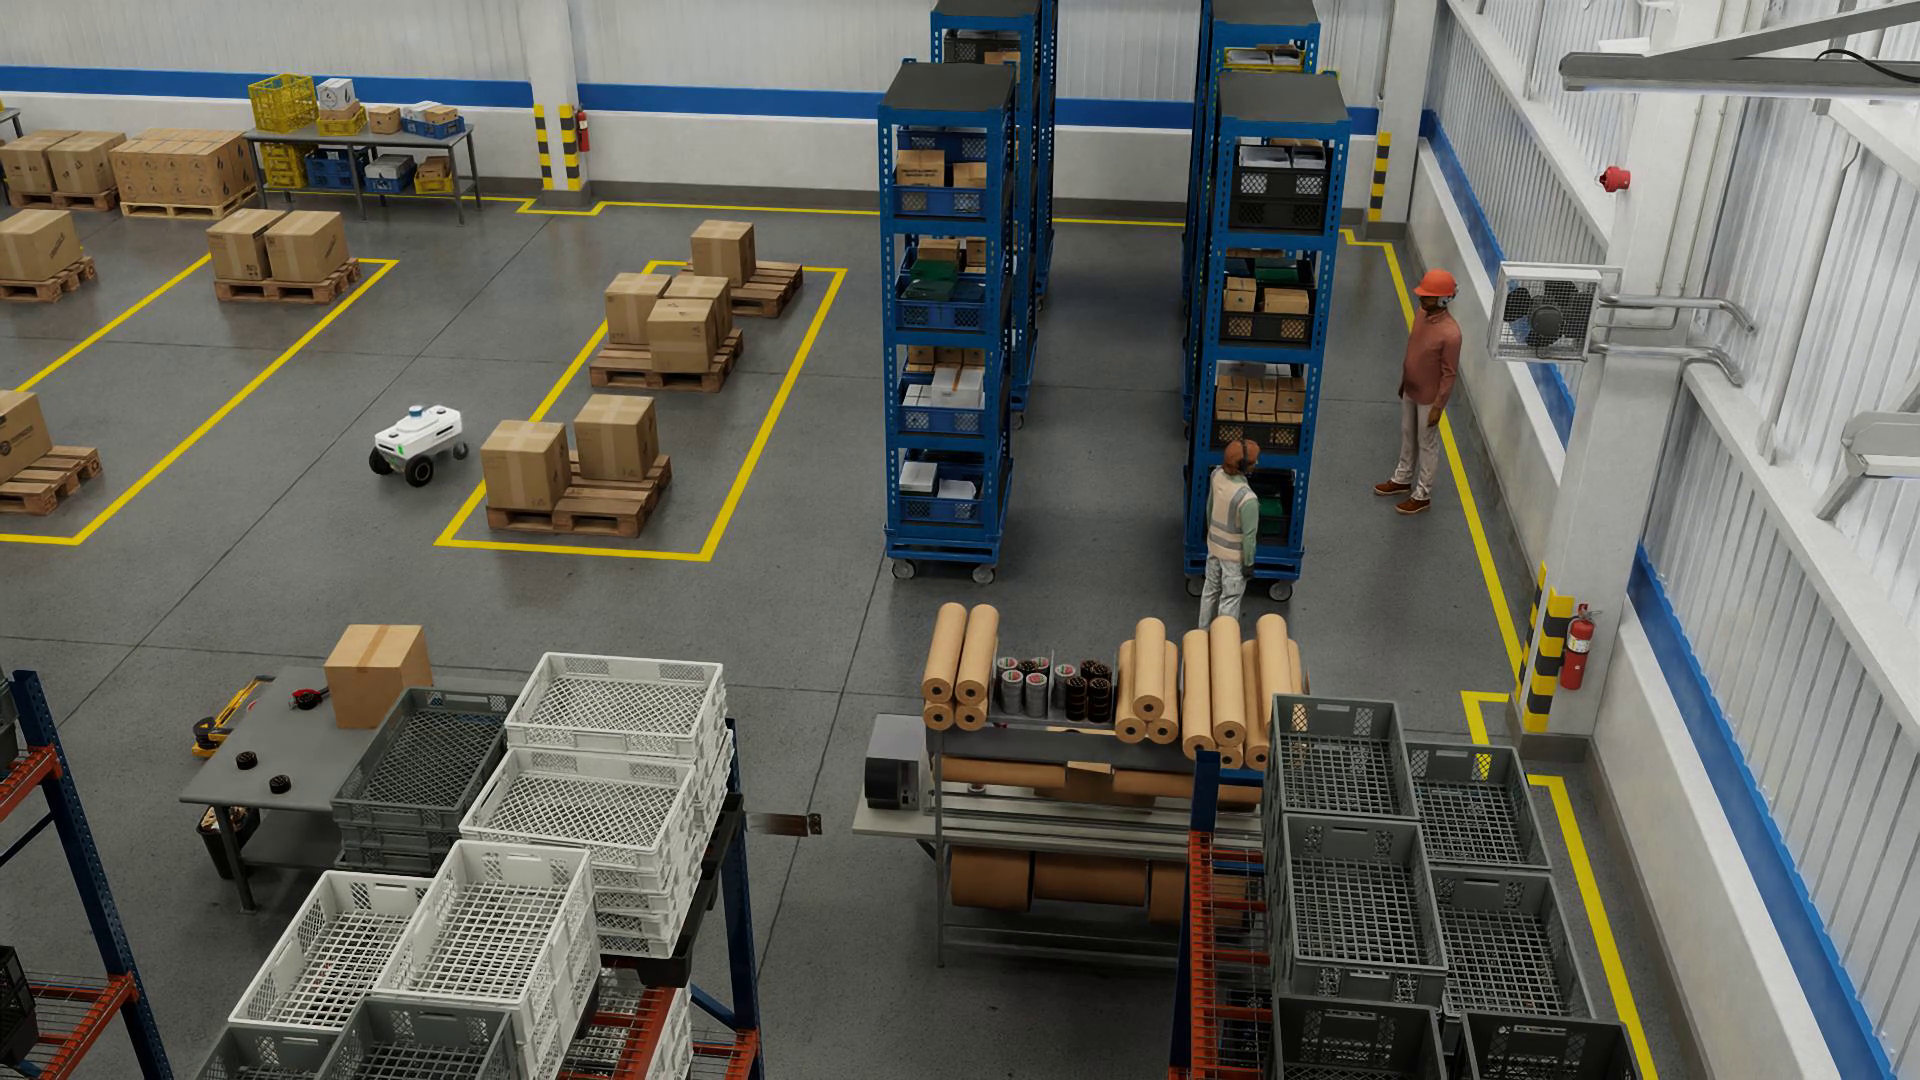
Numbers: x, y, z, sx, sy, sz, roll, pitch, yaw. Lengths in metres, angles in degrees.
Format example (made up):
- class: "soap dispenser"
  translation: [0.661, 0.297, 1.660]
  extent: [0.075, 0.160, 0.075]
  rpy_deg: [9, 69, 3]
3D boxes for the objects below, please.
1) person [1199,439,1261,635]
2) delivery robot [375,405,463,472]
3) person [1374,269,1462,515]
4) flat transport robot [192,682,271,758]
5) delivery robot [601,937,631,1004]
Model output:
- class: "person"
  translation: [1.816, 0.072, 11.172]
  extent: [0.308, 1.636, 0.523]
  rpy_deg: [-12, 32, -20]
- class: "delivery robot"
  translation: [-4.475, -0.875, 13.779]
  extent: [0.477, 0.478, 0.707]
  rpy_deg: [17, 34, 27]
- class: "person"
  translation: [3.602, -1.162, 12.941]
  extent: [0.376, 1.995, 0.609]
  rpy_deg: [-8, 31, -14]
- class: "flat transport robot"
  translation: [-4.089, 1.163, 10.648]
  extent: [1.431, 0.197, 0.652]
  rpy_deg: [3, 30, 6]
- class: "delivery robot"
  translation: [-1.982, 2.246, 8.417]
  extent: [0.477, 0.478, 0.707]
  rpy_deg: [18, 35, 28]
